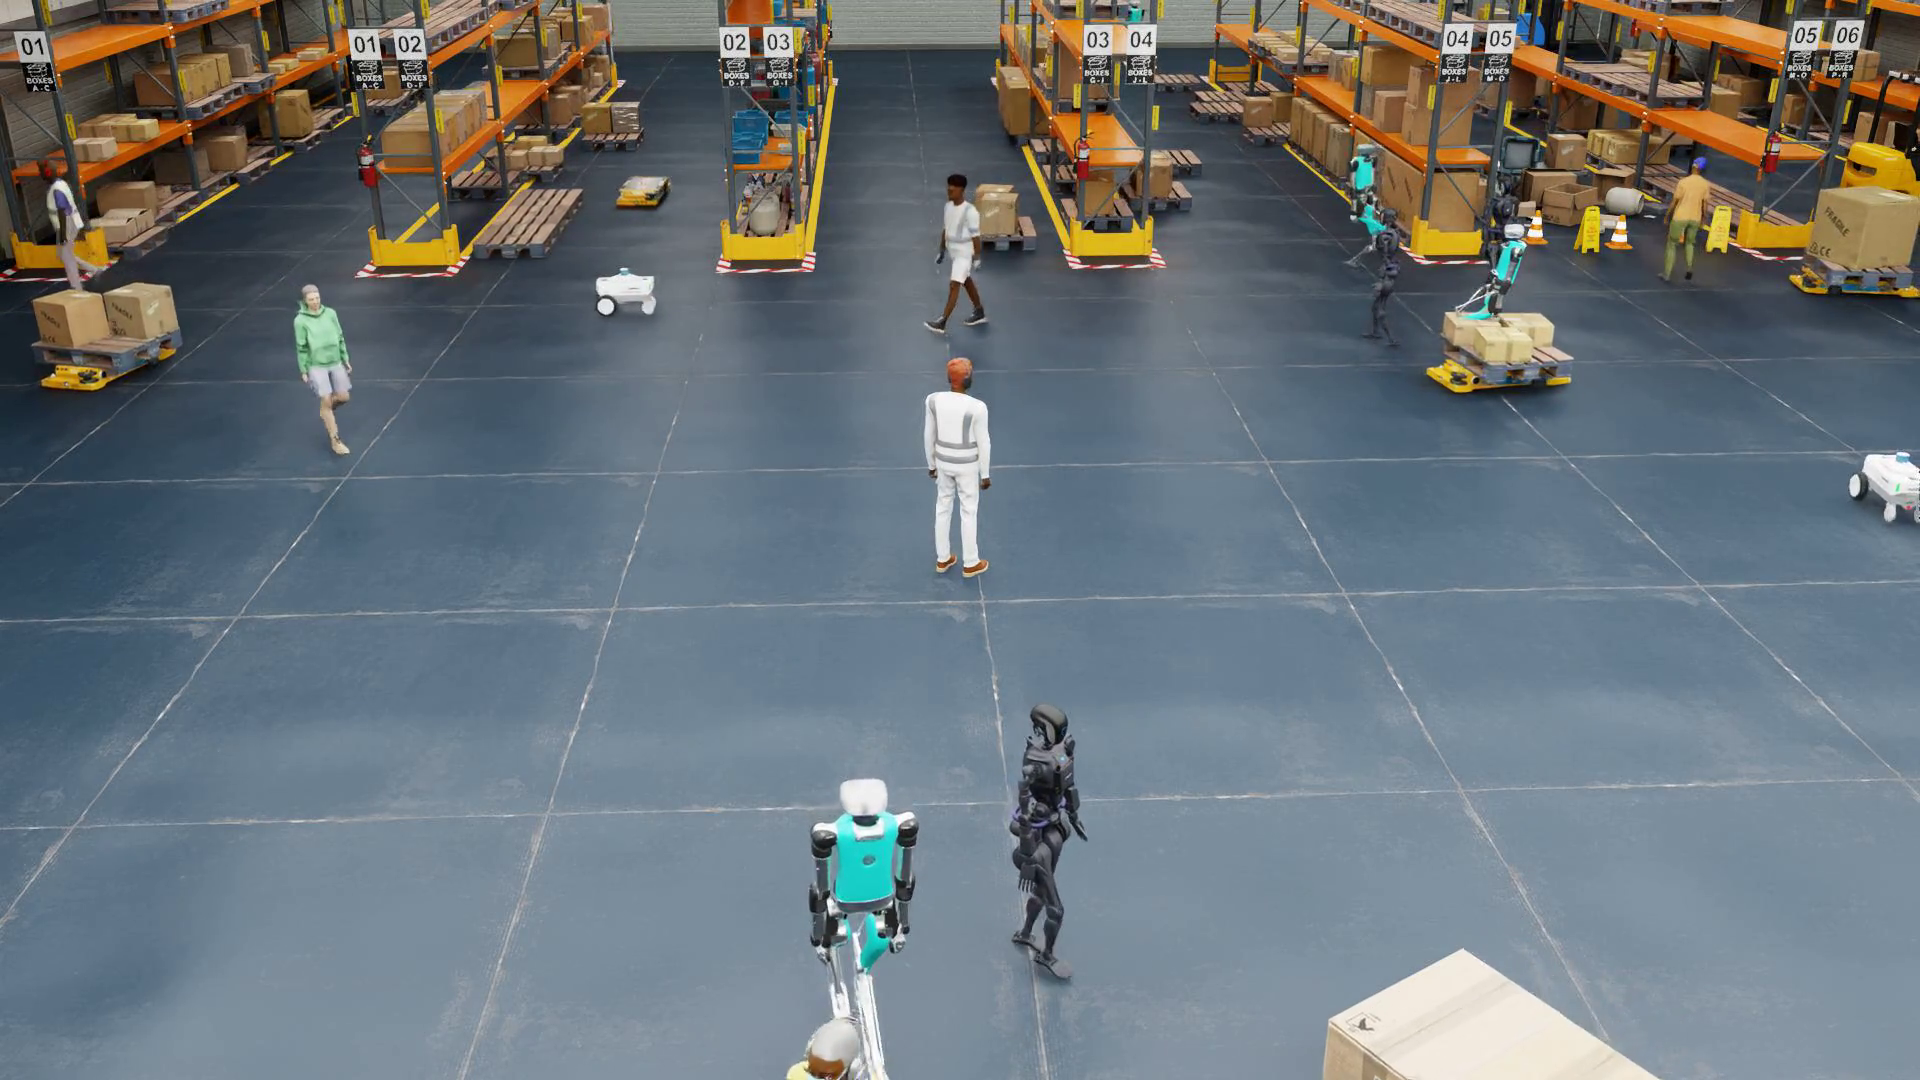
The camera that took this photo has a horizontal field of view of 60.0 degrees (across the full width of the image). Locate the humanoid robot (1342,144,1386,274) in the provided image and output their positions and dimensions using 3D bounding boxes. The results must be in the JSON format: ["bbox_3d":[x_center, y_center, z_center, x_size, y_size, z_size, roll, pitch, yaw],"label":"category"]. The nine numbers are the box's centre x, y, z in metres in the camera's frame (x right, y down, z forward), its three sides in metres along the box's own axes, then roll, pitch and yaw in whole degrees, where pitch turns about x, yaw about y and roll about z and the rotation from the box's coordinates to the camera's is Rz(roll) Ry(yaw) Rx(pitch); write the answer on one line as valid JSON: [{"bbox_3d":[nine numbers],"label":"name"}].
[{"bbox_3d":[5.760,-4.501,22.839,0.530,1.772,1.019,-19,31,-37],"label":"humanoid robot"}]

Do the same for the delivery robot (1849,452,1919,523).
[{"bbox_3d":[8.596,-0.524,15.304,0.499,0.599,0.774,1,24,3],"label":"delivery robot"}]

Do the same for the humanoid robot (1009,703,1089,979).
[{"bbox_3d":[0.489,1.613,9.125,0.472,1.645,0.585,14,28,29],"label":"humanoid robot"}]

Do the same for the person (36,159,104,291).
[{"bbox_3d":[-11.626,-4.054,21.676,0.543,1.820,0.596,-15,28,-31],"label":"person"}]

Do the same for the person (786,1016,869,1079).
[{"bbox_3d":[-0.452,2.619,6.628,0.511,1.871,0.819,15,28,31],"label":"person"}]

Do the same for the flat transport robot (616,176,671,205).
[{"bbox_3d":[-5.209,-5.760,27.415,0.659,0.231,1.431,0,24,0],"label":"flat transport robot"}]

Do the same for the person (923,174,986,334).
[{"bbox_3d":[-0.052,-3.505,20.316,1.002,1.916,0.616,-14,27,-28],"label":"person"}]

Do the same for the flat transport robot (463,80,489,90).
[{"bbox_3d":[-10.582,-10.002,36.947,0.659,0.231,1.431,0,24,-1],"label":"flat transport robot"}]

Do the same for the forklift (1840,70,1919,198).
[{"bbox_3d":[15.132,-6.143,25.915,2.313,2.155,1.214,-1,24,-2],"label":"forklift"}]

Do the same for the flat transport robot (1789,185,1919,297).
[{"bbox_3d":[11.934,-3.442,22.205,1.431,0.231,0.659,4,24,8],"label":"flat transport robot"}]

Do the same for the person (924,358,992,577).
[{"bbox_3d":[-0.015,-0.602,13.840,0.579,1.881,0.340,12,27,25],"label":"person"}]

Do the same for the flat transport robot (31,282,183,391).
[{"bbox_3d":[-9.730,-2.028,19.029,0.659,0.231,1.431,6,25,12],"label":"flat transport robot"}]

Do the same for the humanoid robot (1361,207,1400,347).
[{"bbox_3d":[5.089,-3.138,19.834,0.477,1.646,0.609,8,25,18],"label":"humanoid robot"}]

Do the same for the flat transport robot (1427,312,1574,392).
[{"bbox_3d":[6.071,-1.887,18.711,1.431,0.231,0.659,-5,25,-12],"label":"flat transport robot"}]

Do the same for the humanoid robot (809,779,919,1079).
[{"bbox_3d":[-0.540,1.872,8.499,0.546,1.733,1.038,-7,25,-14],"label":"humanoid robot"}]

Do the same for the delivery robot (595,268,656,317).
[{"bbox_3d":[-4.290,-3.164,21.247,0.812,0.609,0.499,-2,24,-4],"label":"delivery robot"}]

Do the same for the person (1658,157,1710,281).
[{"bbox_3d":[9.761,-4.306,22.412,0.522,1.688,0.426,1,24,2],"label":"person"}]

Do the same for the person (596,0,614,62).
[{"bbox_3d":[-8.687,-12.356,40.291,0.611,1.842,0.556,9,26,20],"label":"person"}]

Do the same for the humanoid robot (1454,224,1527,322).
[{"bbox_3d":[5.840,-2.680,18.672,0.810,1.753,0.548,4,24,9],"label":"humanoid robot"}]

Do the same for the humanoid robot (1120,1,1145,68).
[{"bbox_3d":[3.912,-11.889,39.413,0.535,1.771,0.951,-16,29,-32],"label":"humanoid robot"}]

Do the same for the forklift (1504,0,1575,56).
[{"bbox_3d":[14.700,-13.805,42.301,1.873,2.768,1.129,-1,24,-2],"label":"forklift"}]

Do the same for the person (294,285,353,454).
[{"bbox_3d":[-6.354,-1.725,16.554,0.507,1.717,0.543,-22,32,-40],"label":"person"}]

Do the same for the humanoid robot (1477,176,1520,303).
[{"bbox_3d":[6.939,-3.846,21.389,0.605,1.649,0.430,-10,26,-21],"label":"humanoid robot"}]

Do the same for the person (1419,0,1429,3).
[{"bbox_3d":[11.669,-12.993,41.787,0.384,1.797,0.602,-6,25,-14],"label":"person"}]

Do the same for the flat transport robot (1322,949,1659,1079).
[{"bbox_3d":[2.484,2.944,7.856,1.431,0.231,0.659,-15,28,-31],"label":"flat transport robot"}]

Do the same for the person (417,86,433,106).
[{"bbox_3d":[-11.055,-9.655,34.435,0.552,1.670,0.420,5,24,11],"label":"person"}]
